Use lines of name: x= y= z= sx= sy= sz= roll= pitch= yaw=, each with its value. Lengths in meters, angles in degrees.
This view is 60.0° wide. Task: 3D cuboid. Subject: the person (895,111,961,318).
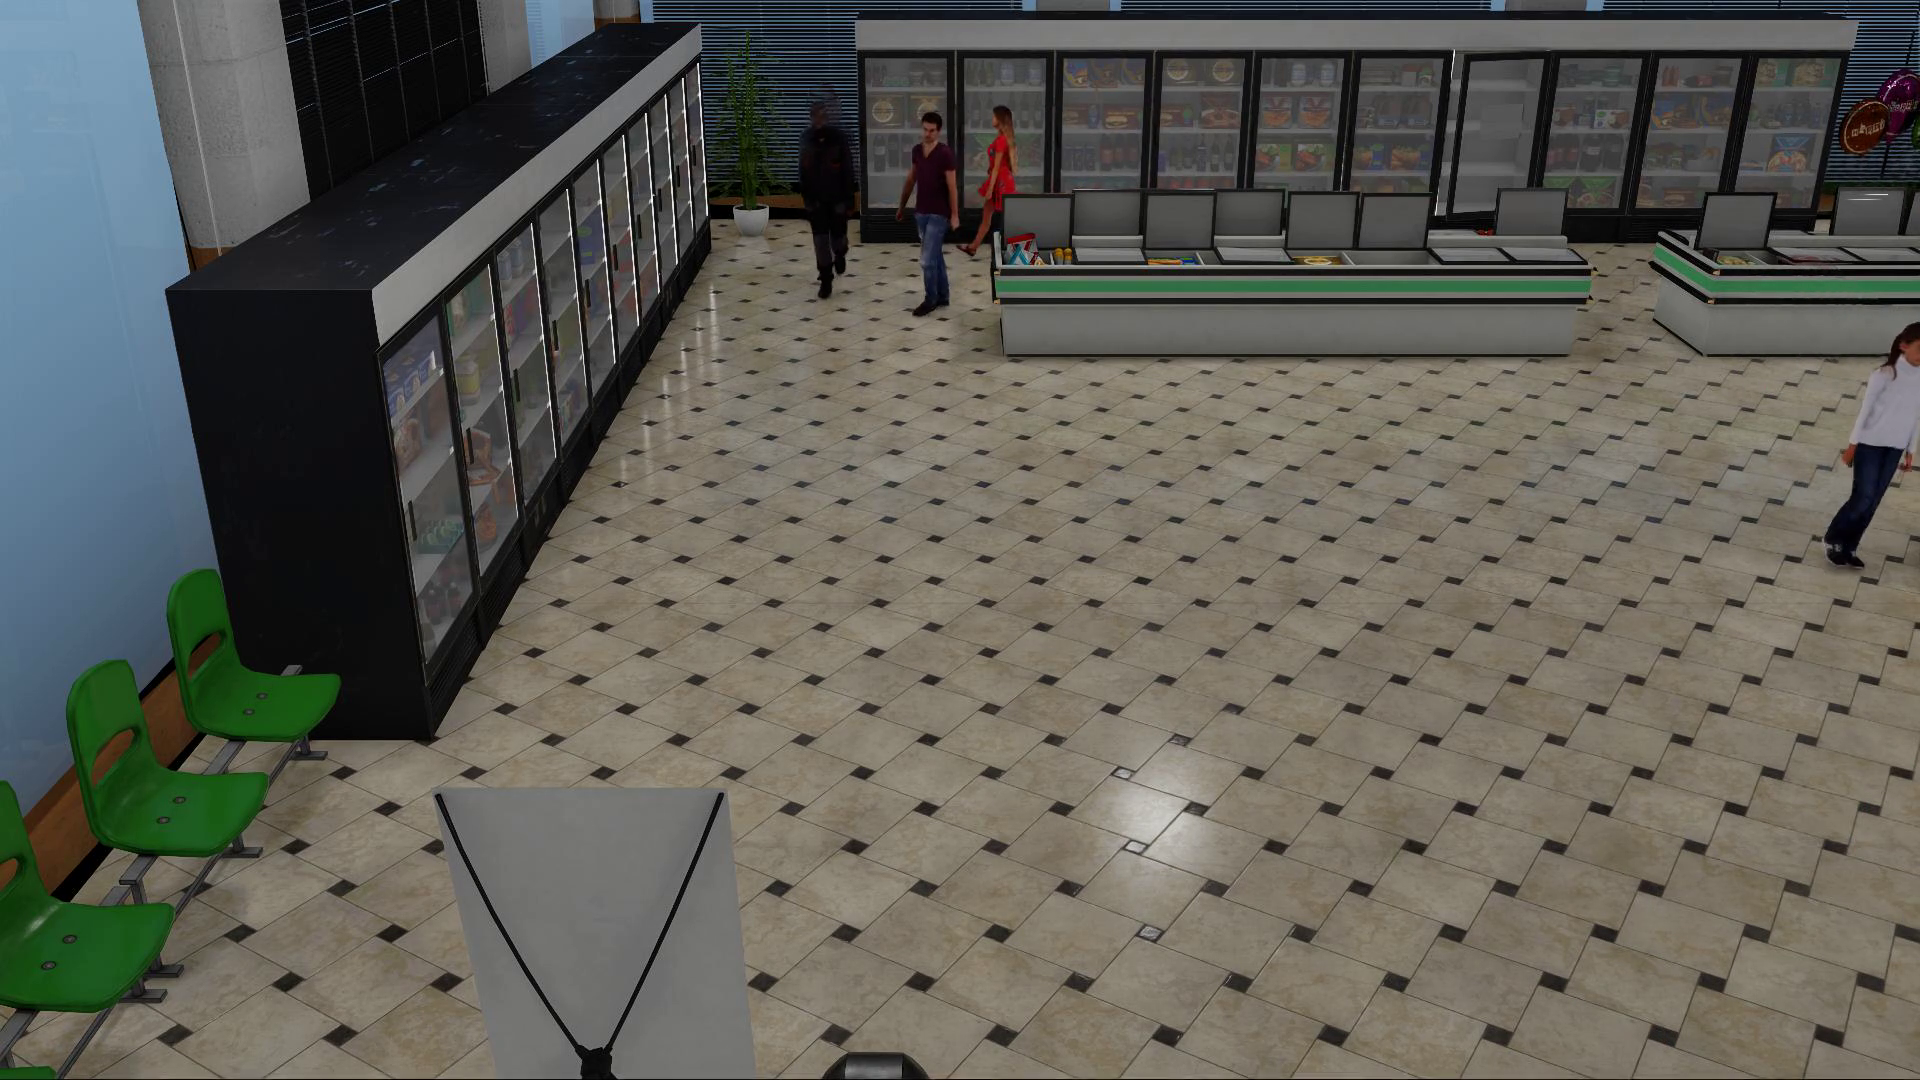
person: x=-0.177 y=-2.966 z=15.068 sx=0.985 sy=1.823 sz=0.927 roll=-17 pitch=29 yaw=-34

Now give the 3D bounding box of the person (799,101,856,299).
person: x=-1.249 y=-3.262 z=15.789 sx=1.069 sy=1.787 sz=0.770 roll=0 pitch=24 yaw=0

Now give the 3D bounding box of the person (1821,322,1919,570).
person: x=5.478 y=-0.582 z=9.975 sx=0.518 sy=1.539 sz=0.619 roll=-1 pitch=24 yaw=-2

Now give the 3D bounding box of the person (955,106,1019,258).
person: x=0.514 y=-3.526 z=16.671 sx=1.011 sy=1.564 sz=0.684 roll=4 pitch=24 yaw=9
